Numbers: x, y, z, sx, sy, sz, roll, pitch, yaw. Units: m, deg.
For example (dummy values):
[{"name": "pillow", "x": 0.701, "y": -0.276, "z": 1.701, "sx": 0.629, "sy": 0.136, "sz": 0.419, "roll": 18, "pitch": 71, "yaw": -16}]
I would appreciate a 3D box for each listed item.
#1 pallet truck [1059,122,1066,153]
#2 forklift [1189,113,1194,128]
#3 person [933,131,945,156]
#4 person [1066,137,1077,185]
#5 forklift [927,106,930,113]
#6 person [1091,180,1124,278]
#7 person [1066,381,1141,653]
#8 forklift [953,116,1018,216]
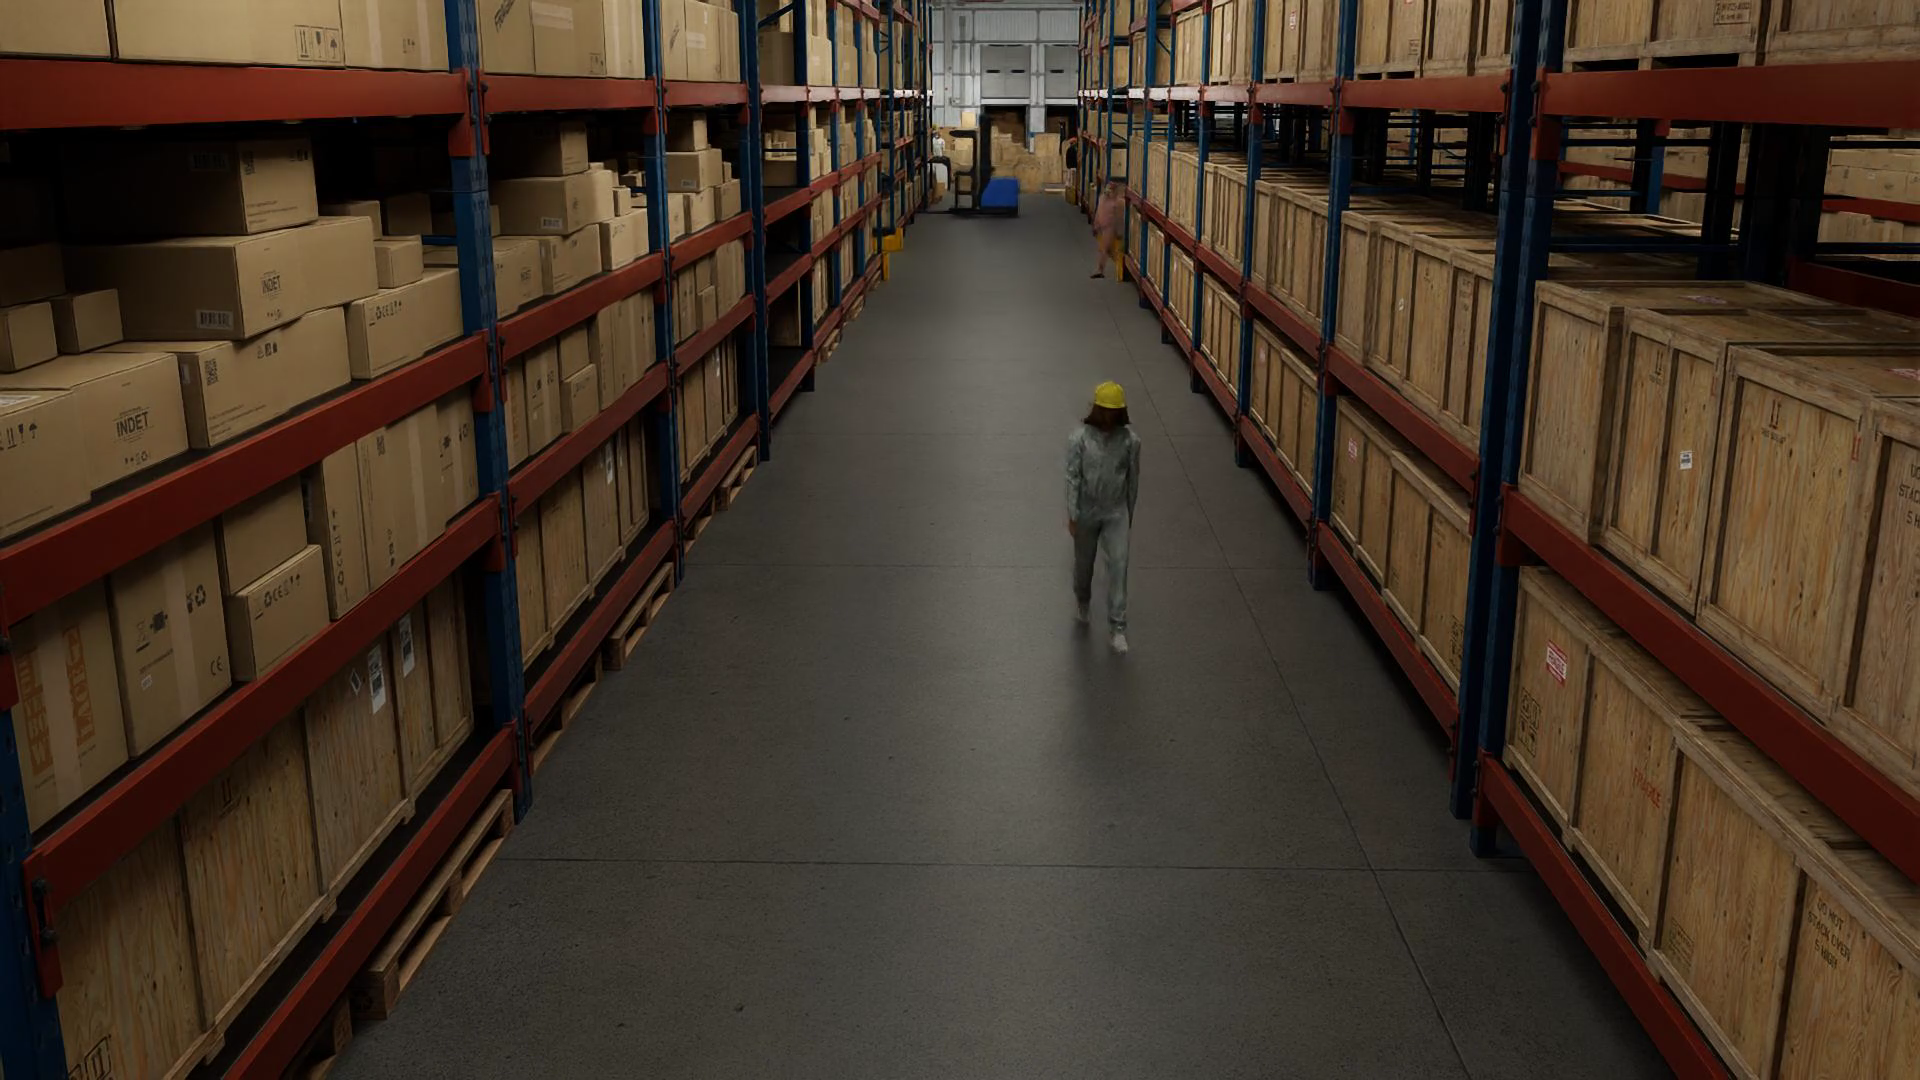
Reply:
[{"name": "pallet truck", "x": 5.788, "y": -21.111, "z": 88.014, "sx": 1.885, "sy": 1.965, "sz": 0.823, "roll": 5, "pitch": 16, "yaw": 18}, {"name": "forklift", "x": 8.016, "y": -13.026, "z": 56.259, "sx": 1.129, "sy": 2.768, "sz": 1.873, "roll": 0, "pitch": 15, "yaw": 1}, {"name": "person", "x": -0.933, "y": -15.953, "z": 68.933, "sx": 0.631, "sy": 1.940, "sz": 0.372, "roll": 4, "pitch": 15, "yaw": 13}, {"name": "person", "x": 3.857, "y": -12.789, "z": 57.053, "sx": 0.381, "sy": 1.996, "sz": 0.608, "roll": -8, "pitch": 17, "yaw": -26}, {"name": "forklift", "x": -2.001, "y": -20.667, "z": 84.687, "sx": 1.129, "sy": 2.768, "sz": 1.873, "roll": 0, "pitch": 15, "yaw": 2}, {"name": "person", "x": 2.888, "y": -5.972, "z": 31.931, "sx": 0.771, "sy": 1.868, "sz": 0.659, "roll": -9, "pitch": 17, "yaw": -30}, {"name": "person", "x": 0.919, "y": -0.204, "z": 10.789, "sx": 0.487, "sy": 1.699, "sz": 0.898, "roll": -1, "pitch": 15, "yaw": -2}, {"name": "forklift", "x": 0.744, "y": -10.746, "z": 47.772, "sx": 1.873, "sy": 2.768, "sz": 1.129, "roll": 0, "pitch": 15, "yaw": 2}]
